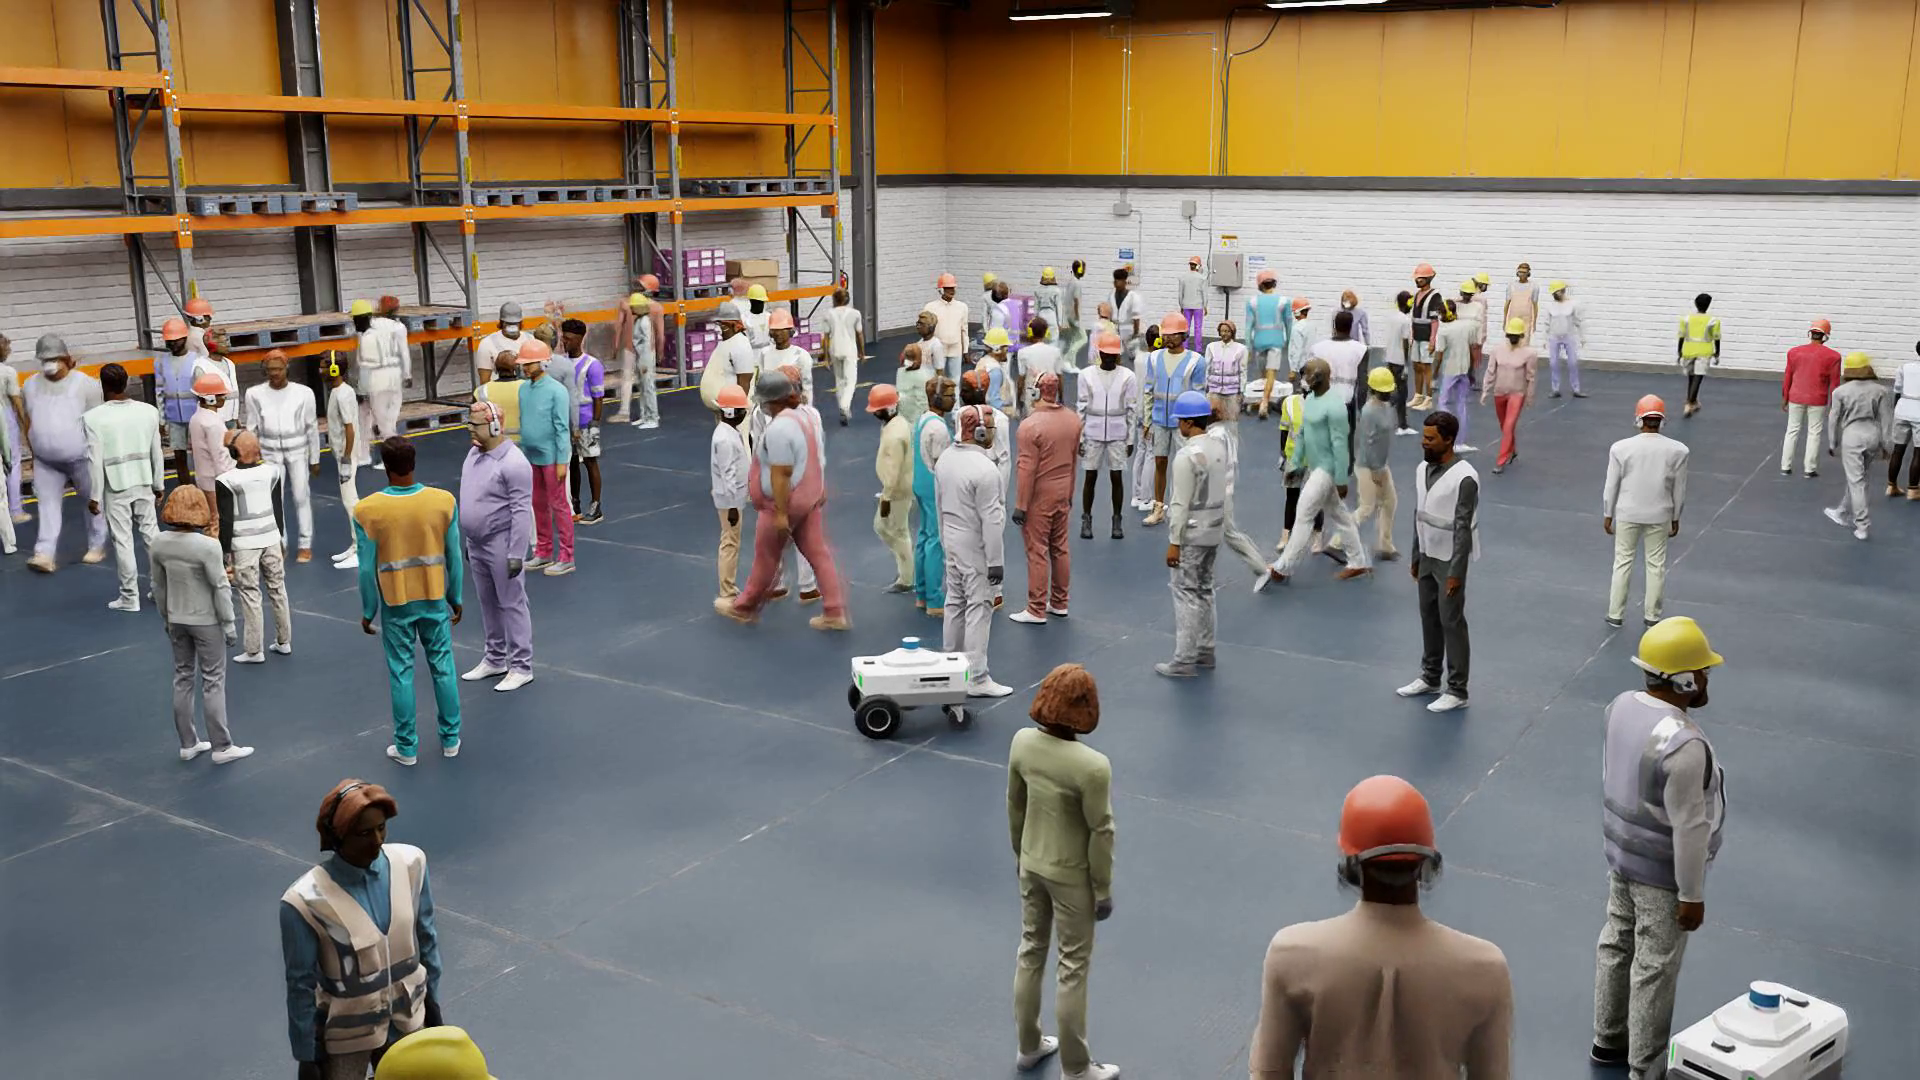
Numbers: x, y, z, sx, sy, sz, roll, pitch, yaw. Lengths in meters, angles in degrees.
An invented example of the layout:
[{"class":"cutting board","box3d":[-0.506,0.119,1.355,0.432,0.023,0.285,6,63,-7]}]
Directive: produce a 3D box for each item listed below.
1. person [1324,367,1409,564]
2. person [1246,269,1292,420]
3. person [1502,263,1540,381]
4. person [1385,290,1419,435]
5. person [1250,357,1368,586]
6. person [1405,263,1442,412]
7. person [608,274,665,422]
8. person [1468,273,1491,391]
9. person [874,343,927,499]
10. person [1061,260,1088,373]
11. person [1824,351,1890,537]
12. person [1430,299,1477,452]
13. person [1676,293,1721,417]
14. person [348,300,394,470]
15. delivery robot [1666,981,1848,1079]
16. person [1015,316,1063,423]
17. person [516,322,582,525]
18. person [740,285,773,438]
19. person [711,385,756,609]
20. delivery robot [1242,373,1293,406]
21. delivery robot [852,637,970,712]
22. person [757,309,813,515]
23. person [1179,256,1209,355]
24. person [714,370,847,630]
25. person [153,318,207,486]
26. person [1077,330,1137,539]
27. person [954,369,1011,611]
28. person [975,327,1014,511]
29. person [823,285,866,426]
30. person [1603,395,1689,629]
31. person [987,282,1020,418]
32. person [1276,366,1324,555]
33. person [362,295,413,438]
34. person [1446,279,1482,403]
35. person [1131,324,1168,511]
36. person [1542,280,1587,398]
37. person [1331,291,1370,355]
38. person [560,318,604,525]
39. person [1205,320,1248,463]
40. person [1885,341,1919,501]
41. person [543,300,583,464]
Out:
[{"class":"person","box3d":[3.538,-0.629,14.270,0.582,1.735,0.565,8,15,32]},{"class":"person","box3d":[4.128,-2.637,22.352,0.613,2.000,1.014,5,14,21]},{"class":"person","box3d":[8.786,-3.424,26.091,0.517,1.842,0.327,6,14,25]},{"class":"person","box3d":[5.465,-2.217,20.897,0.681,1.834,0.566,-2,13,-10]},{"class":"person","box3d":[2.913,-0.553,13.575,1.053,1.868,0.649,-2,13,-7]},{"class":"person","box3d":[6.364,-2.791,22.928,0.403,2.036,0.615,-3,13,-14]},{"class":"person","box3d":[-4.297,-2.527,21.992,0.788,1.946,0.489,0,13,0]},{"class":"person","box3d":[7.771,-3.131,25.007,0.328,1.759,0.524,-3,13,-14]},{"class":"person","box3d":[-0.606,-1.193,16.893,0.585,1.608,0.524,-9,16,-34]},{"class":"person","box3d":[1.868,-3.605,26.886,0.403,1.845,0.516,-4,13,-16]},{"class":"person","box3d":[8.347,-0.904,15.476,0.502,1.685,0.853,1,13,4]},{"class":"person","box3d":[5.866,-1.933,19.667,0.658,1.833,0.335,-6,14,-24]},{"class":"person","box3d":[9.998,-2.511,22.547,0.537,1.656,0.888,11,17,40]},{"class":"person","box3d":[-6.656,-1.714,18.579,0.713,1.887,0.592,-4,14,-17]},{"class":"delivery robot","box3d":[2.860,1.822,5.955,0.707,0.478,0.477,-10,16,-36]},{"class":"person","box3d":[0.855,-1.420,17.424,0.524,1.837,0.843,-6,14,-26]},{"class":"person","box3d":[-3.877,-1.083,15.729,0.635,1.937,0.359,3,13,15]},{"class":"person","box3d":[-2.535,-2.222,20.731,0.409,1.917,0.581,9,16,35]},{"class":"person","box3d":[-1.745,-0.326,12.850,0.334,1.749,0.573,-2,13,-7]},{"class":"delivery robot","box3d":[4.161,-2.029,22.657,0.707,0.478,0.477,-1,13,-5]},{"class":"delivery robot","box3d":[-0.299,0.839,10.215,0.707,0.478,0.477,-2,13,-9]},{"class":"person","box3d":[-1.707,-1.193,15.974,0.615,2.044,0.371,7,15,28]},{"class":"person","box3d":[4.146,-4.153,29.462,0.559,1.746,0.332,8,15,31]},{"class":"person","box3d":[-1.307,-0.330,12.236,1.058,2.000,0.737,5,14,19]},{"class":"person","box3d":[-7.580,-1.202,16.267,0.543,1.928,0.379,0,13,-1]},{"class":"person","box3d":[1.338,-0.956,15.205,0.548,1.929,0.389,1,13,4]},{"class":"person","box3d":[0.149,-0.381,12.802,0.346,1.882,0.578,-11,17,-39]},{"class":"person","box3d":[0.329,-1.189,16.451,0.405,1.826,0.598,-2,13,-10]},{"class":"person","box3d":[-1.534,-2.410,21.763,0.530,1.823,0.827,2,13,8]},{"class":"person","box3d":[5.068,-0.207,12.350,0.565,1.744,0.351,3,13,14]},{"class":"person","box3d":[0.504,-2.554,22.358,0.596,1.821,0.659,6,14,24]},{"class":"person","box3d":[3.059,-0.714,14.662,0.530,1.695,0.321,6,14,24]},{"class":"person","box3d":[-6.925,-1.999,19.885,0.743,1.848,0.358,1,13,4]},{"class":"person","box3d":[7.178,-2.825,23.685,0.534,1.761,0.344,-2,13,-8]},{"class":"person","box3d":[1.896,-1.205,16.453,0.351,1.856,0.518,-6,14,-23]},{"class":"person","box3d":[8.765,-2.901,24.089,0.643,1.720,0.439,7,15,27]},{"class":"person","box3d":[5.600,-2.778,23.874,0.563,1.573,0.783,1,13,5]},{"class":"person","box3d":[-3.655,-1.132,15.880,0.606,1.966,0.366,8,15,31]},{"class":"person","box3d":[3.030,-1.701,19.065,0.512,1.641,0.307,5,14,21]},{"class":"person","box3d":[9.749,-1.237,16.950,0.319,1.687,0.539,-6,14,-26]},{"class":"person","box3d":[-4.546,-1.764,18.811,0.587,1.878,0.714,-10,17,-38]}]
